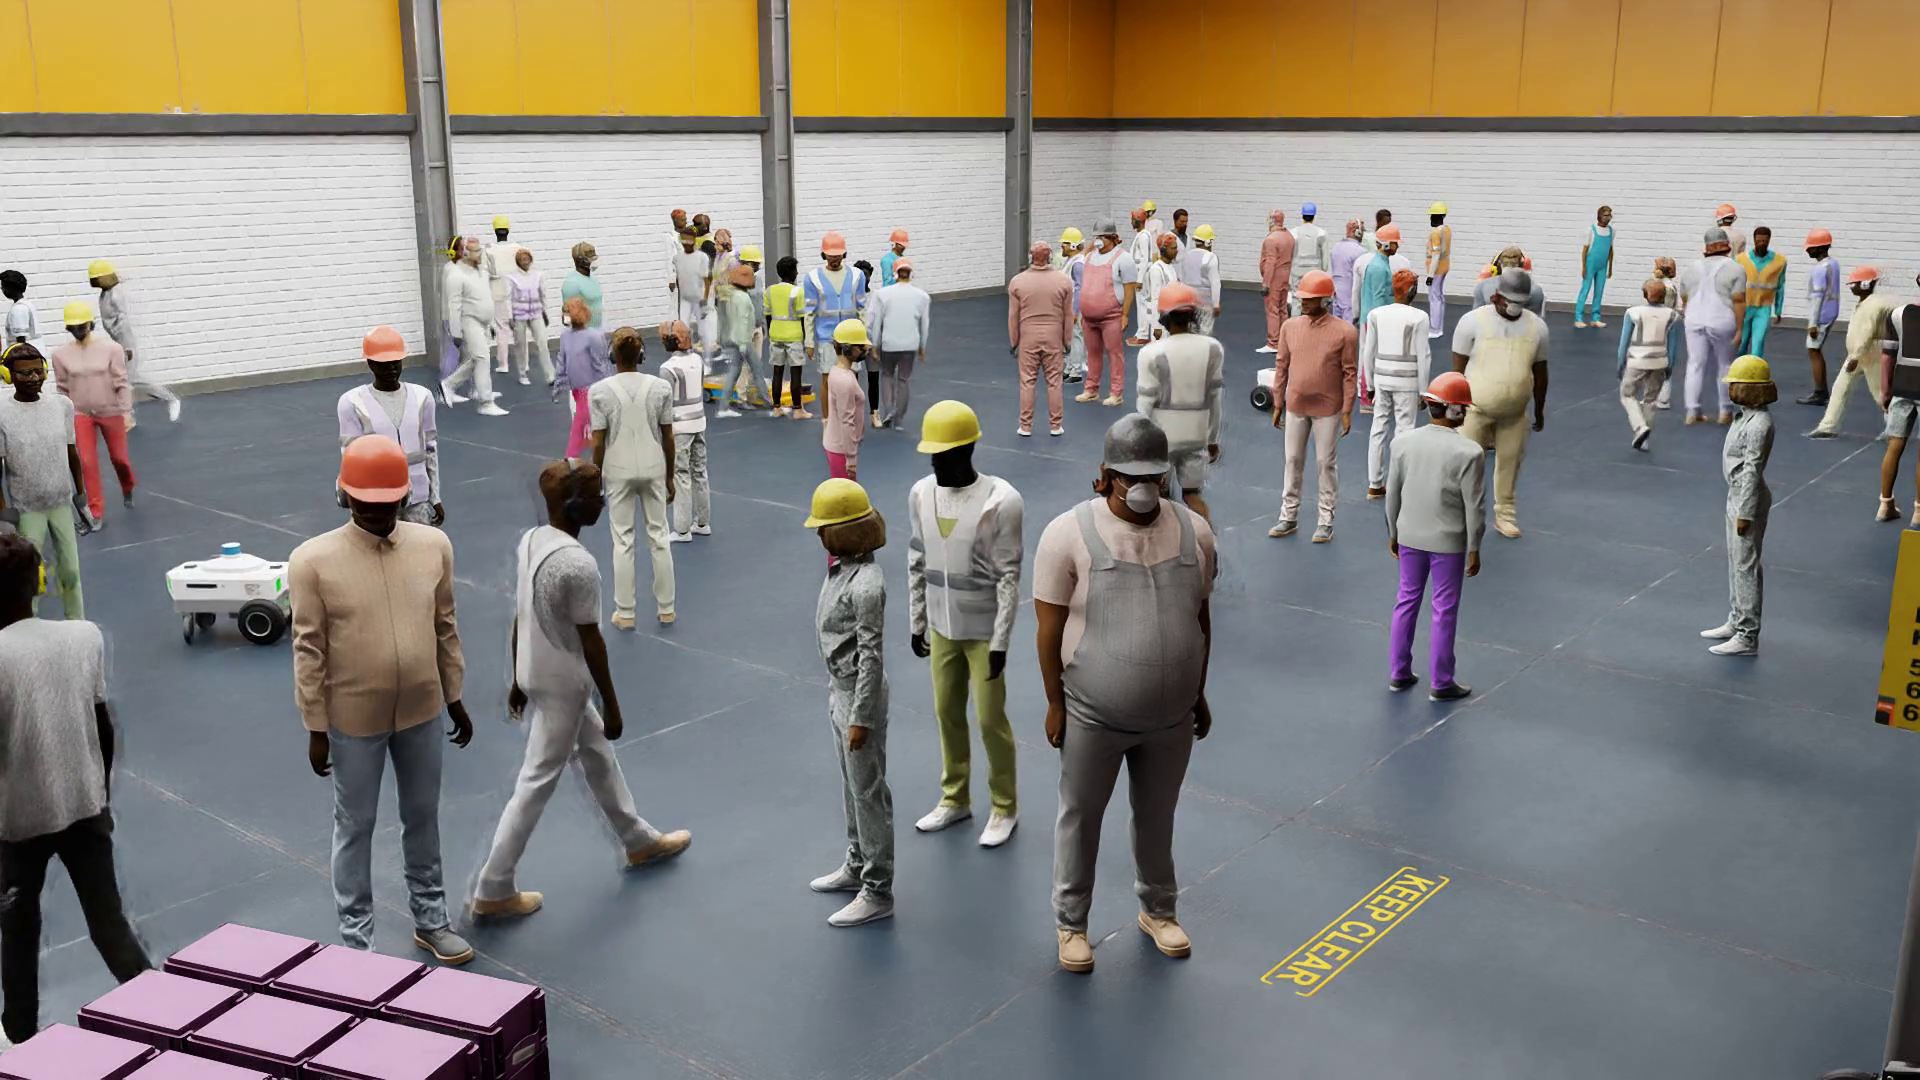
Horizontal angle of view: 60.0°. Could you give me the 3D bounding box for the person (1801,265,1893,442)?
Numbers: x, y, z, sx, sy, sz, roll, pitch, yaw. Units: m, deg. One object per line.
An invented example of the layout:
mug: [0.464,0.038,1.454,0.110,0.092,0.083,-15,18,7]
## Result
person: [8.726,-1.785,16.015,0.910,1.702,0.547,1,14,5]

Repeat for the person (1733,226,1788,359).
person: [9.288,-2.736,19.457,0.626,1.881,0.849,6,15,24]

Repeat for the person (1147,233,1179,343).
person: [2.177,-2.329,17.798,0.341,1.882,0.587,5,15,20]

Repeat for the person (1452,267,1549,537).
person: [3.976,-1.027,12.279,0.735,2.000,0.569,0,14,-1]

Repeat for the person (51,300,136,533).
person: [-6.576,-0.976,12.680,0.524,1.741,0.706,-5,15,-19]

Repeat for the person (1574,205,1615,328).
person: [9.556,-4.087,24.947,0.519,1.833,0.369,-3,14,-12]

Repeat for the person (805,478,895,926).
person: [-0.426,0.611,6.349,0.307,1.738,0.485,-4,15,-14]

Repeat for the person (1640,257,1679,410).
person: [7.548,-2.221,17.891,0.318,1.630,0.512,4,14,14]

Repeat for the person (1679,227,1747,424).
person: [7.721,-2.221,17.048,0.818,2.000,0.717,-14,19,-43]

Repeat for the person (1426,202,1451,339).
person: [6.800,-3.850,23.786,0.367,1.926,0.594,8,16,30]

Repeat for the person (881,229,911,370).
person: [-0.770,-3.009,20.802,0.349,1.738,0.572,6,15,23]

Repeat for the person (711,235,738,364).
person: [-2.997,-3.087,21.325,0.311,1.638,0.521,-10,17,-34]

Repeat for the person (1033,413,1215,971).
person: [0.625,0.550,5.975,0.678,2.000,0.537,-4,15,-16]

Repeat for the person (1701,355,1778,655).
person: [4.508,-0.204,9.618,0.342,1.735,0.484,4,15,16]

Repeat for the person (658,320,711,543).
person: [-2.024,-0.792,12.172,0.313,1.634,0.514,6,15,23]

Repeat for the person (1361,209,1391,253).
person: [5.656,-3.469,22.325,0.639,1.891,0.552,-8,16,-29]

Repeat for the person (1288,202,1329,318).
person: [4.855,-3.746,23.328,0.604,1.949,0.398,3,14,11]

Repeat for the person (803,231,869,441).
person: [-1.181,-1.946,15.980,0.619,2.029,0.410,-4,15,-16]

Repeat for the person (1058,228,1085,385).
person: [1.304,-2.747,19.574,0.403,1.833,0.586,-2,14,-7]

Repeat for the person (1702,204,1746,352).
person: [10.095,-3.455,22.107,0.608,1.987,0.402,-3,14,-12]

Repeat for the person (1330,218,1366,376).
person: [4.761,-2.957,20.291,0.397,1.900,0.649,-5,15,-18]

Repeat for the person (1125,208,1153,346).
person: [2.487,-3.622,22.962,0.356,1.885,0.573,1,14,5]

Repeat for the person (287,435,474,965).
person: [-2.017,0.604,5.869,0.608,1.987,0.391,-13,19,-42]

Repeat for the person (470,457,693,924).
person: [-1.524,0.563,6.454,0.997,1.788,0.517,-10,17,-35]

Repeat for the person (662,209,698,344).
person: [-3.832,-3.578,22.793,0.354,1.883,0.573,5,15,20]

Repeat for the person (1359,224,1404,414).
person: [4.445,-2.333,17.609,0.407,1.987,0.614,3,14,13]

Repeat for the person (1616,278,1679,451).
person: [6.385,-1.611,15.452,0.531,1.625,0.428,0,14,1]

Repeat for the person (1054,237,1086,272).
person: [1.518,-3.384,22.570,0.511,1.602,0.776,2,14,6]

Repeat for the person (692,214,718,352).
person: [-3.461,-3.464,22.421,0.429,1.845,0.625,-5,15,-19]

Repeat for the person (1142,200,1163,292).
person: [3.196,-4.861,28.176,0.524,1.762,0.342,11,18,38]

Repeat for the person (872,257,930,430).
person: [-0.600,-1.972,16.708,0.589,1.710,0.460,-2,14,-7]

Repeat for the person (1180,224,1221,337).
person: [2.930,-2.894,20.158,0.403,1.834,0.589,-12,18,-40]

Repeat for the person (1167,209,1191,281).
person: [2.877,-3.468,22.281,0.370,1.915,0.597,11,17,36]
